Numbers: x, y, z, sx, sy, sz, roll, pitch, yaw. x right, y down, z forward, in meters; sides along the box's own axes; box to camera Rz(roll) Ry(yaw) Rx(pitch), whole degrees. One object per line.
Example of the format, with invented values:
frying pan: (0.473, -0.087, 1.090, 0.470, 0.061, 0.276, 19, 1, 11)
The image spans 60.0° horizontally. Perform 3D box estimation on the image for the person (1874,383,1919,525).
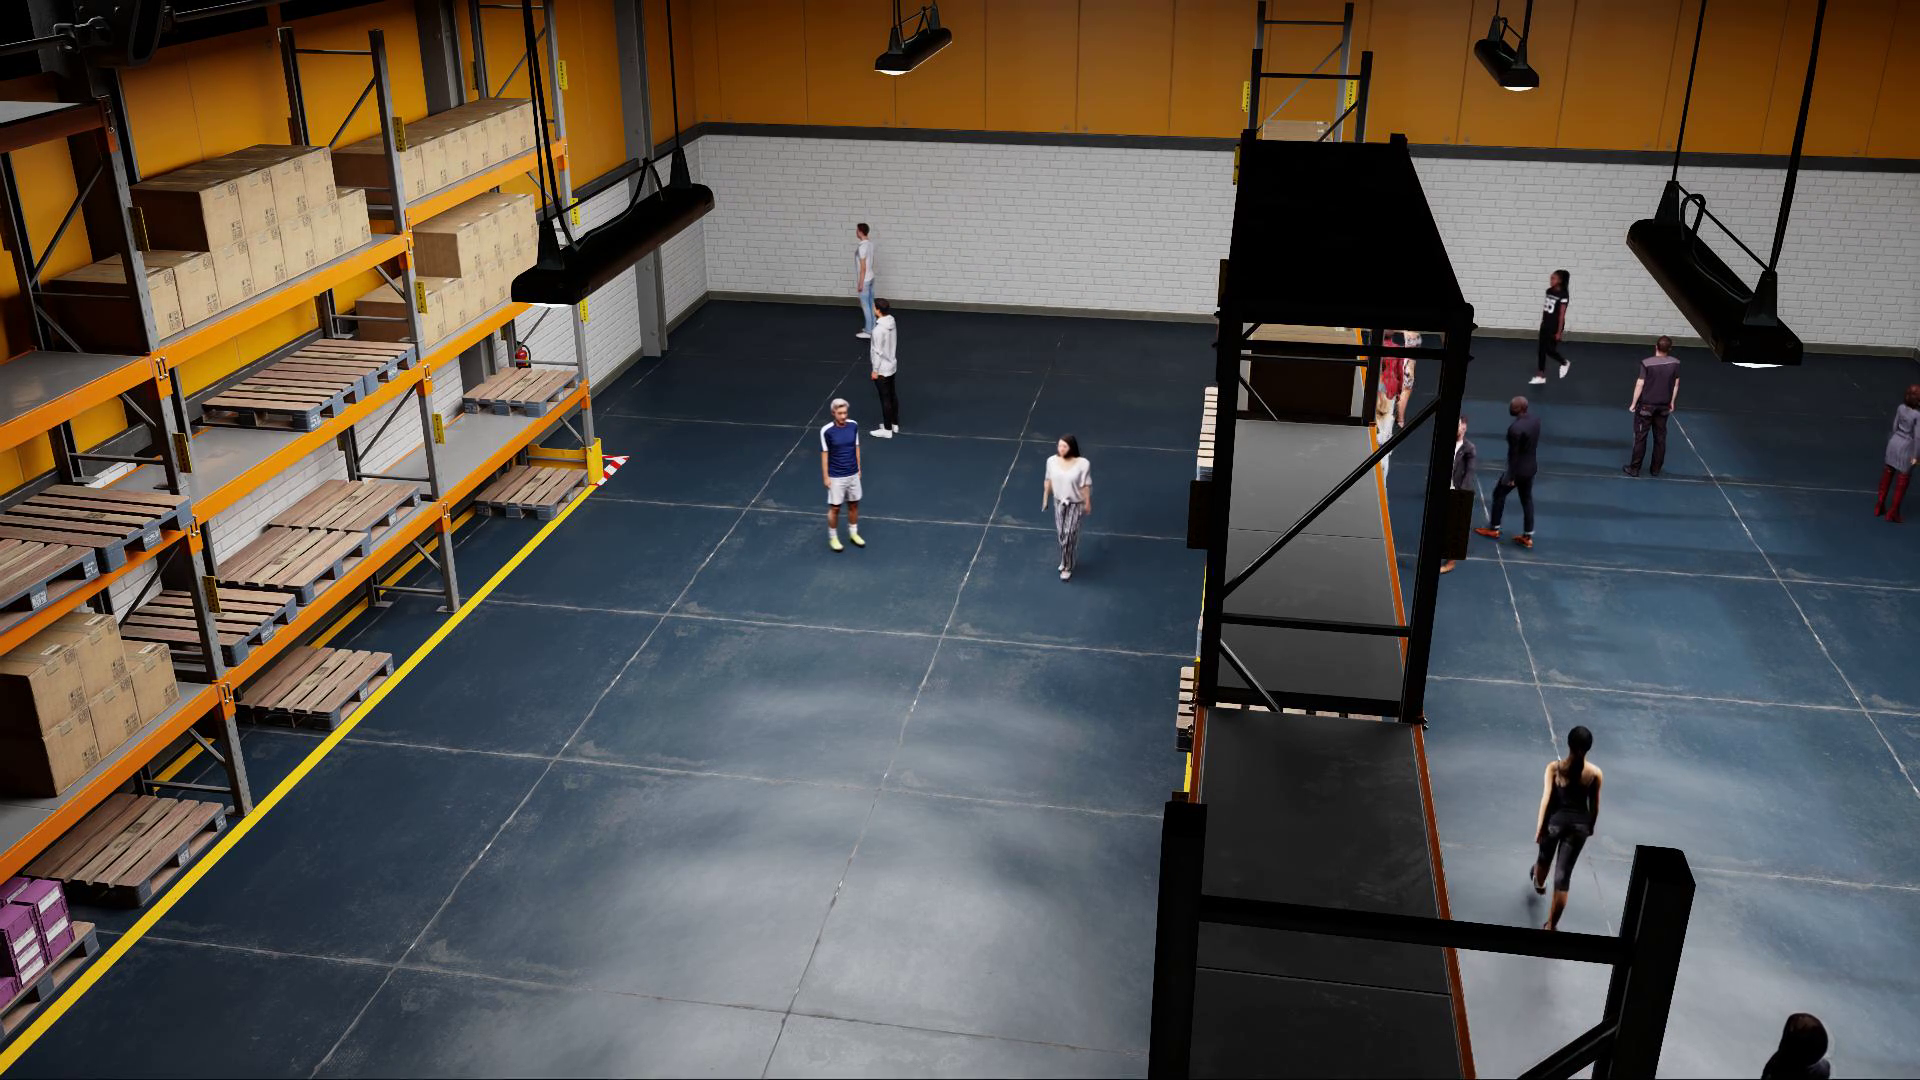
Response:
person: (11.243, -1.067, 19.879, 0.745, 1.708, 0.579, -8, 25, -19)

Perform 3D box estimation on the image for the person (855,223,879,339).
person: (-1.512, -4.197, 26.862, 0.748, 1.850, 0.525, 8, 25, 17)

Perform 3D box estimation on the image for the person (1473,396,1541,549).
person: (6.492, -0.751, 19.062, 1.032, 1.784, 1.085, -15, 28, -31)

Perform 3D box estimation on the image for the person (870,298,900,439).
person: (-1.010, -2.346, 22.529, 0.778, 1.929, 0.569, 8, 25, 18)

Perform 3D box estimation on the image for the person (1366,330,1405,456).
person: (5.537, -1.973, 21.812, 0.648, 1.820, 0.556, 4, 24, 9)

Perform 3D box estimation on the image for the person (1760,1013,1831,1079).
person: (4.682, 3.443, 9.488, 0.685, 1.768, 0.701, -11, 26, -23)

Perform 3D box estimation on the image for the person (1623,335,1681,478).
person: (8.833, -1.709, 21.178, 0.747, 1.845, 0.645, 0, 24, 0)

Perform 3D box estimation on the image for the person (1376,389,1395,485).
person: (4.853, -0.853, 19.342, 0.783, 1.747, 1.168, -2, 24, -5)

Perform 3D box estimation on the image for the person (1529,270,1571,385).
person: (8.823, -3.138, 24.605, 0.929, 1.718, 0.924, -9, 25, -20)

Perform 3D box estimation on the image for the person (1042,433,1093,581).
person: (1.243, -0.428, 18.476, 0.853, 1.661, 0.958, 13, 27, 27)

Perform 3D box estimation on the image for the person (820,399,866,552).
person: (-1.355, -0.776, 19.063, 0.720, 1.829, 0.771, -15, 28, -31)

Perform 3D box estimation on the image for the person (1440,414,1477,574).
person: (5.493, -0.537, 18.511, 0.817, 1.834, 0.761, -15, 28, -31)

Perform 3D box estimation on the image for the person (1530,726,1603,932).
person: (4.501, 2.223, 12.370, 0.628, 1.695, 1.075, 5, 24, 12)
